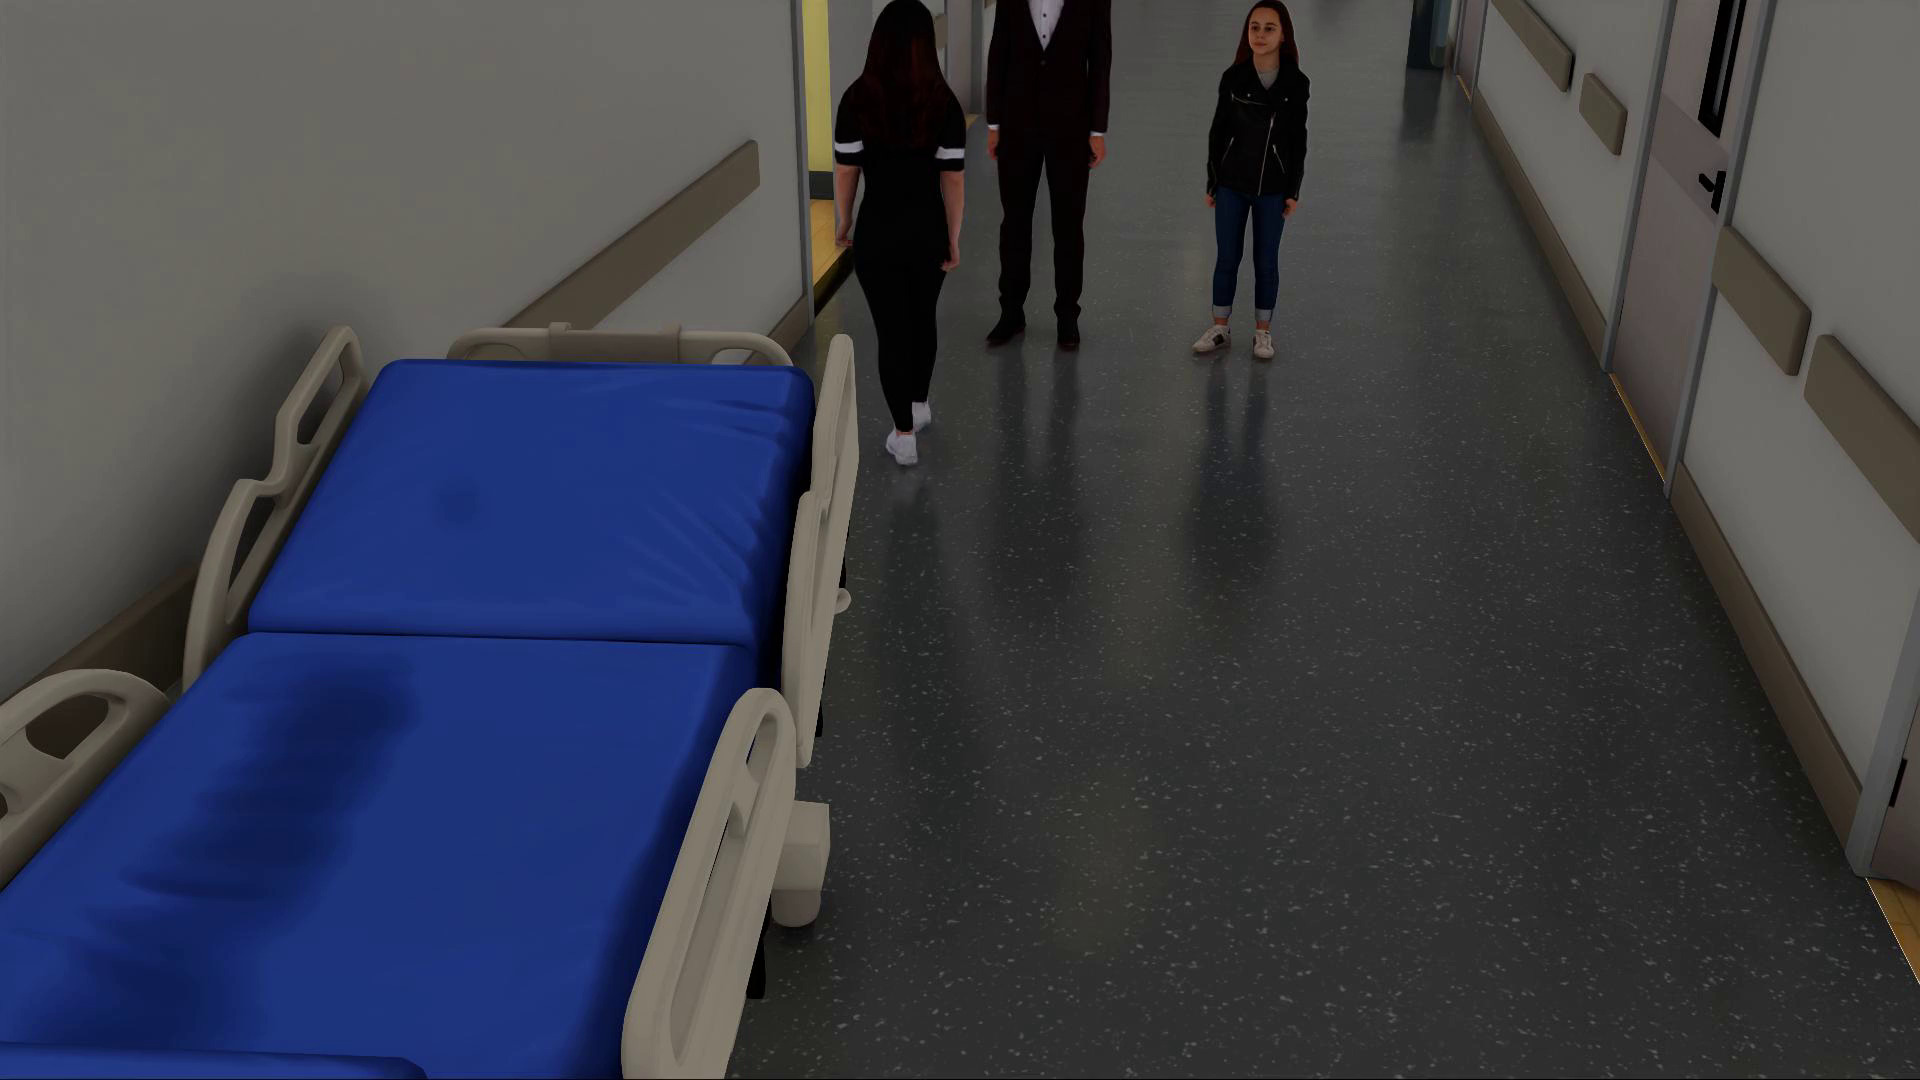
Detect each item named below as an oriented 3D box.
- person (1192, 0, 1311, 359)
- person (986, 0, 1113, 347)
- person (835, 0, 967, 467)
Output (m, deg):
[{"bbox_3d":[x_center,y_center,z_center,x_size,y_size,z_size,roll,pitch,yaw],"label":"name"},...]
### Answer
[{"bbox_3d":[1.233,-1.505,6.974,0.488,1.483,0.643,8,27,16],"label":"person"},{"bbox_3d":[0.365,-1.765,7.075,0.544,1.863,0.743,6,26,12],"label":"person"},{"bbox_3d":[-0.201,-1.037,5.846,0.725,1.620,0.770,-3,26,-6],"label":"person"}]
